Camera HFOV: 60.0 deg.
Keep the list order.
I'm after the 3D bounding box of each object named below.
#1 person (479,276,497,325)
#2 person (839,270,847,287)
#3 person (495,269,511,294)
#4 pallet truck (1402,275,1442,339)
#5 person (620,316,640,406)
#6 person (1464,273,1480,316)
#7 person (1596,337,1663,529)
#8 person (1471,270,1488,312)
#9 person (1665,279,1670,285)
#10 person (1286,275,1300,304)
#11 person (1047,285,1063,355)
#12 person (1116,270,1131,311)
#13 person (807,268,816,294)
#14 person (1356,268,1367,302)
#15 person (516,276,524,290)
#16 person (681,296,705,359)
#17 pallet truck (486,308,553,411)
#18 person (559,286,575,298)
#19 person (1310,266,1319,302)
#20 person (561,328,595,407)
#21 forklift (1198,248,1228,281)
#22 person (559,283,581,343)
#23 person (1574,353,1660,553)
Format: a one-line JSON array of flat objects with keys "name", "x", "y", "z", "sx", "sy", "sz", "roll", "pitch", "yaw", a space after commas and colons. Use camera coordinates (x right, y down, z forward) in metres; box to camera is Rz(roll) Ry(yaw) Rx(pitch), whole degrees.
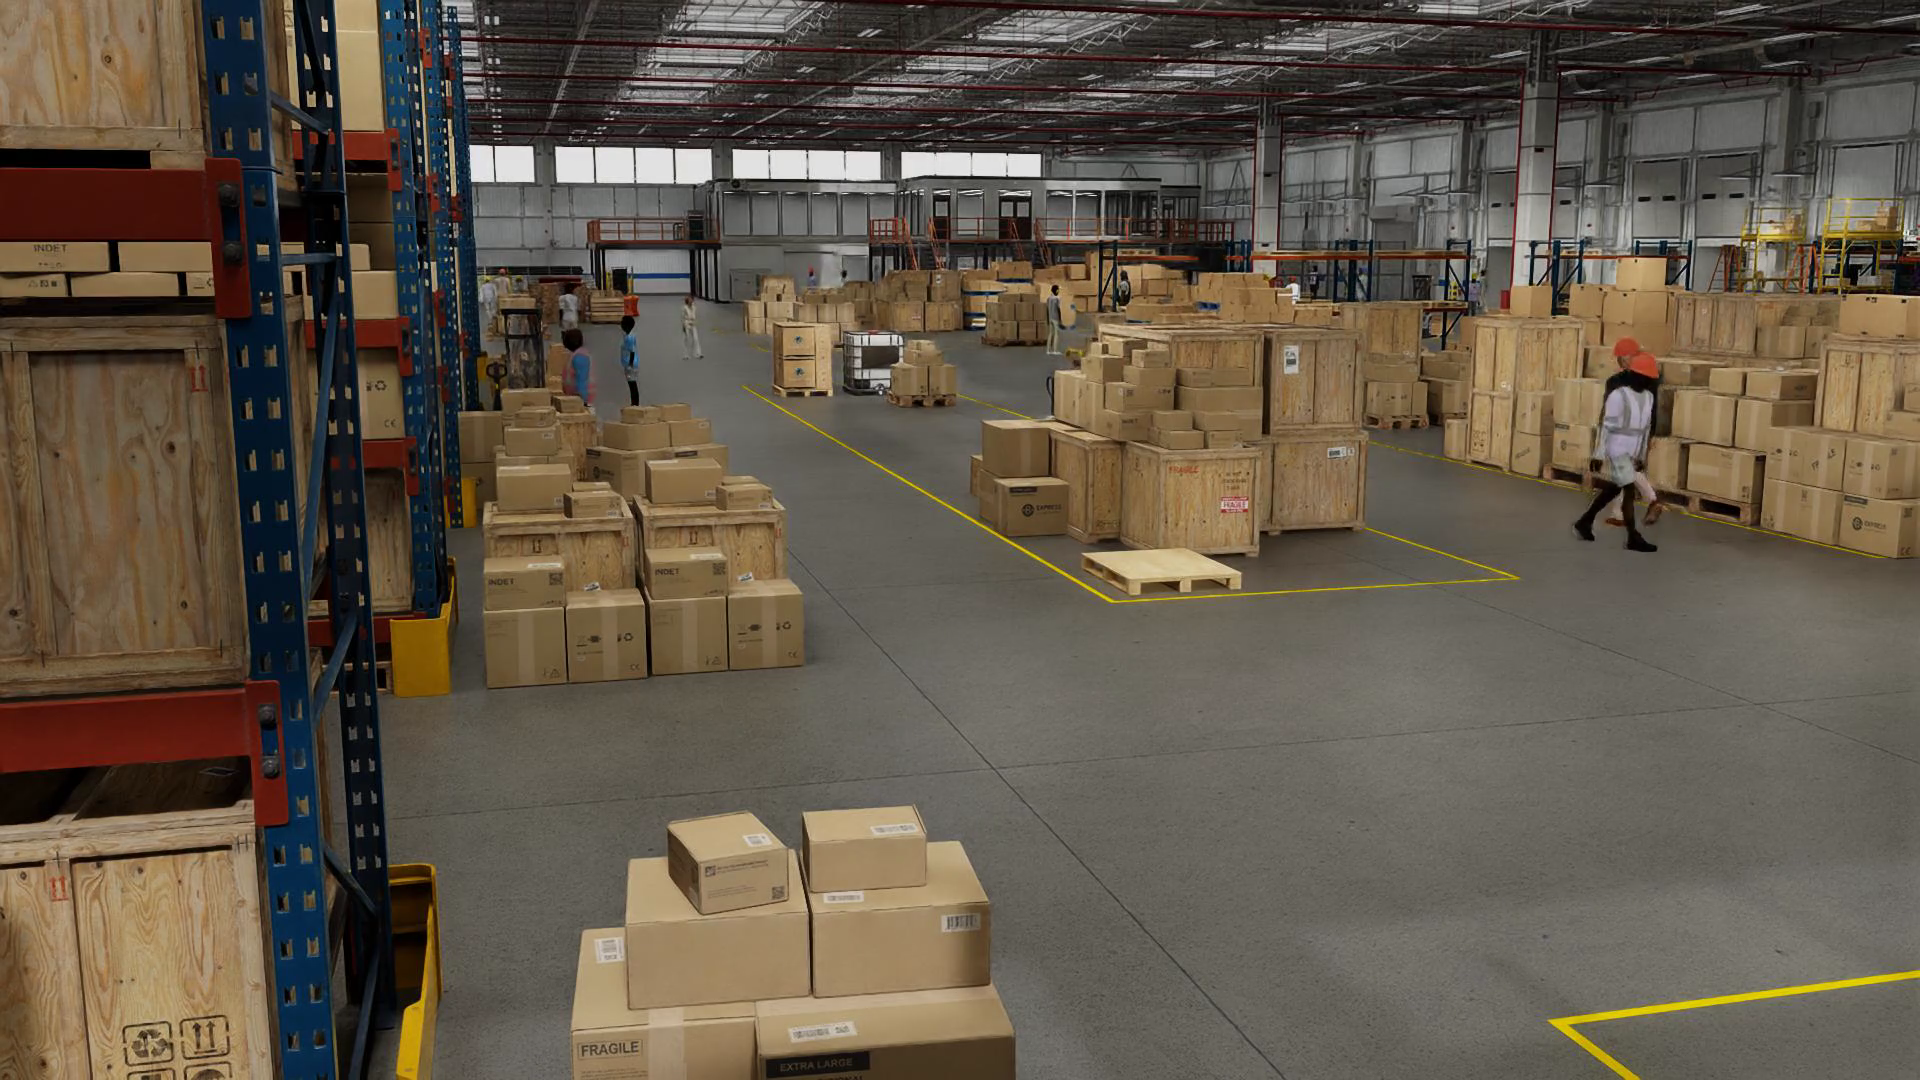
[{"name": "person", "x": -17.197, "y": -8.730, "z": 60.652, "sx": 0.603, "sy": 1.801, "sz": 0.582, "roll": -4, "pitch": 11, "yaw": -22}, {"name": "person", "x": -4.974, "y": -10.517, "z": 70.580, "sx": 0.472, "sy": 1.869, "sz": 0.604, "roll": 3, "pitch": 11, "yaw": 18}, {"name": "person", "x": -18.350, "y": -9.892, "z": 66.798, "sx": 0.634, "sy": 1.945, "sz": 0.979, "roll": -2, "pitch": 10, "yaw": -8}, {"name": "pallet truck", "x": 14.620, "y": -7.324, "z": 52.145, "sx": 0.823, "sy": 1.965, "sz": 1.885, "roll": 8, "pitch": 13, "yaw": 40}, {"name": "person", "x": -5.633, "y": -2.976, "z": 28.375, "sx": 0.319, "sy": 1.697, "sz": 0.533, "roll": -3, "pitch": 10, "yaw": -16}, {"name": "person", "x": 18.359, "y": -8.596, "z": 59.573, "sx": 0.585, "sy": 1.917, "sz": 0.380, "roll": -2, "pitch": 10, "yaw": -9}, {"name": "person", "x": 6.777, "y": -1.062, "z": 16.778, "sx": 0.628, "sy": 1.966, "sz": 0.558, "roll": -3, "pitch": 11, "yaw": -18}, {"name": "person", "x": 22.847, "y": -10.896, "z": 72.880, "sx": 0.539, "sy": 1.814, "sz": 0.977, "roll": -4, "pitch": 11, "yaw": -21}, {"name": "person", "x": 22.686, "y": -7.492, "z": 53.582, "sx": 0.638, "sy": 1.831, "sz": 0.462, "roll": 4, "pitch": 11, "yaw": 21}, {"name": "person", "x": 11.329, "y": -8.069, "z": 56.692, "sx": 0.576, "sy": 1.881, "sz": 0.352, "roll": -5, "pitch": 11, "yaw": -28}, {"name": "person", "x": 2.505, "y": -5.832, "z": 44.102, "sx": 0.331, "sy": 1.860, "sz": 0.543, "roll": -8, "pitch": 13, "yaw": -39}, {"name": "person", "x": 5.676, "y": -8.406, "z": 58.148, "sx": 0.537, "sy": 2.000, "sz": 0.682, "roll": 4, "pitch": 11, "yaw": 20}, {"name": "person", "x": -6.553, "y": -11.016, "z": 73.233, "sx": 0.381, "sy": 1.936, "sz": 0.549, "roll": -9, "pitch": 13, "yaw": -41}, {"name": "person", "x": 17.628, "y": -11.053, "z": 73.492, "sx": 0.878, "sy": 1.910, "sz": 0.643, "roll": -9, "pitch": 13, "yaw": -41}, {"name": "person", "x": -17.414, "y": -9.594, "z": 65.843, "sx": 0.365, "sy": 1.698, "sz": 0.703, "roll": 0, "pitch": 10, "yaw": -1}, {"name": "person", "x": -6.839, "y": -5.385, "z": 42.299, "sx": 0.532, "sy": 1.587, "sz": 0.875, "roll": -8, "pitch": 13, "yaw": -38}, {"name": "pallet truck", "x": -6.242, "y": -2.418, "z": 24.362, "sx": 0.823, "sy": 1.965, "sz": 1.885, "roll": 1, "pitch": 10, "yaw": 3}, {"name": "person", "x": -12.520, "y": -7.308, "z": 53.109, "sx": 0.517, "sy": 1.618, "sz": 0.501, "roll": -2, "pitch": 10, "yaw": -13}, {"name": "person", "x": 17.685, "y": -12.735, "z": 83.055, "sx": 0.395, "sy": 1.911, "sz": 0.584, "roll": -8, "pitch": 13, "yaw": -39}, {"name": "person", "x": -5.023, "y": -1.808, "z": 21.413, "sx": 0.704, "sy": 1.817, "sz": 0.649, "roll": -3, "pitch": 10, "yaw": -14}, {"name": "forklift", "x": 5.728, "y": -5.244, "z": 37.869, "sx": 1.873, "sy": 2.768, "sz": 1.129, "roll": -3, "pitch": 10, "yaw": -15}, {"name": "person", "x": -10.224, "y": -5.740, "z": 43.397, "sx": 0.792, "sy": 1.919, "sz": 0.399, "roll": -10, "pitch": 14, "yaw": -44}, {"name": "person", "x": 6.287, "y": -0.863, "z": 15.914, "sx": 0.573, "sy": 1.885, "sz": 0.949, "roll": -6, "pitch": 12, "yaw": -32}]
